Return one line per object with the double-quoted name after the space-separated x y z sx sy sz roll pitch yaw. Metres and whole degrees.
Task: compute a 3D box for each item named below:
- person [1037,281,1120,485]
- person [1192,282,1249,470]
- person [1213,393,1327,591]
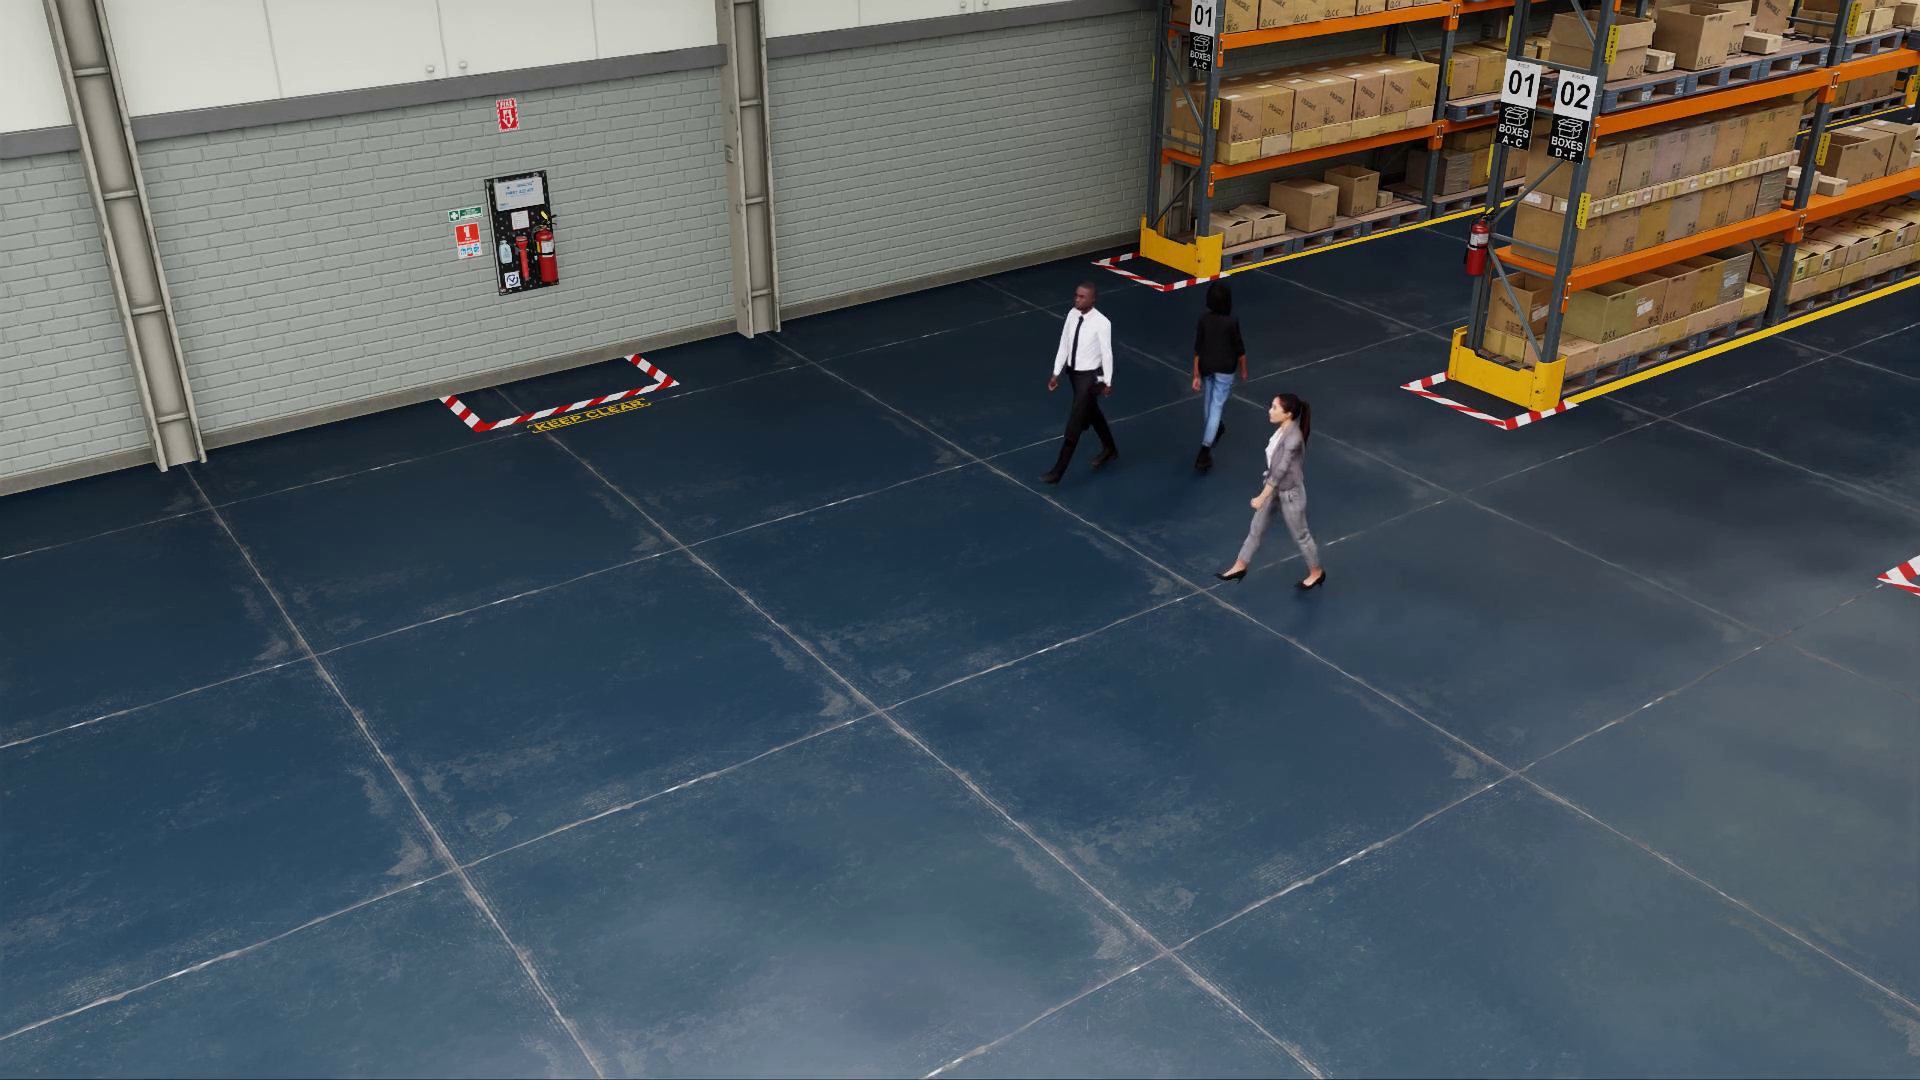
1.161 -1.399 14.568 1.259 1.780 0.668 -19 33 -33 "person"
2.257 -1.418 14.735 0.902 1.662 1.188 14 31 26 "person"
2.556 -0.299 12.608 1.163 1.619 0.996 0 27 1 "person"
